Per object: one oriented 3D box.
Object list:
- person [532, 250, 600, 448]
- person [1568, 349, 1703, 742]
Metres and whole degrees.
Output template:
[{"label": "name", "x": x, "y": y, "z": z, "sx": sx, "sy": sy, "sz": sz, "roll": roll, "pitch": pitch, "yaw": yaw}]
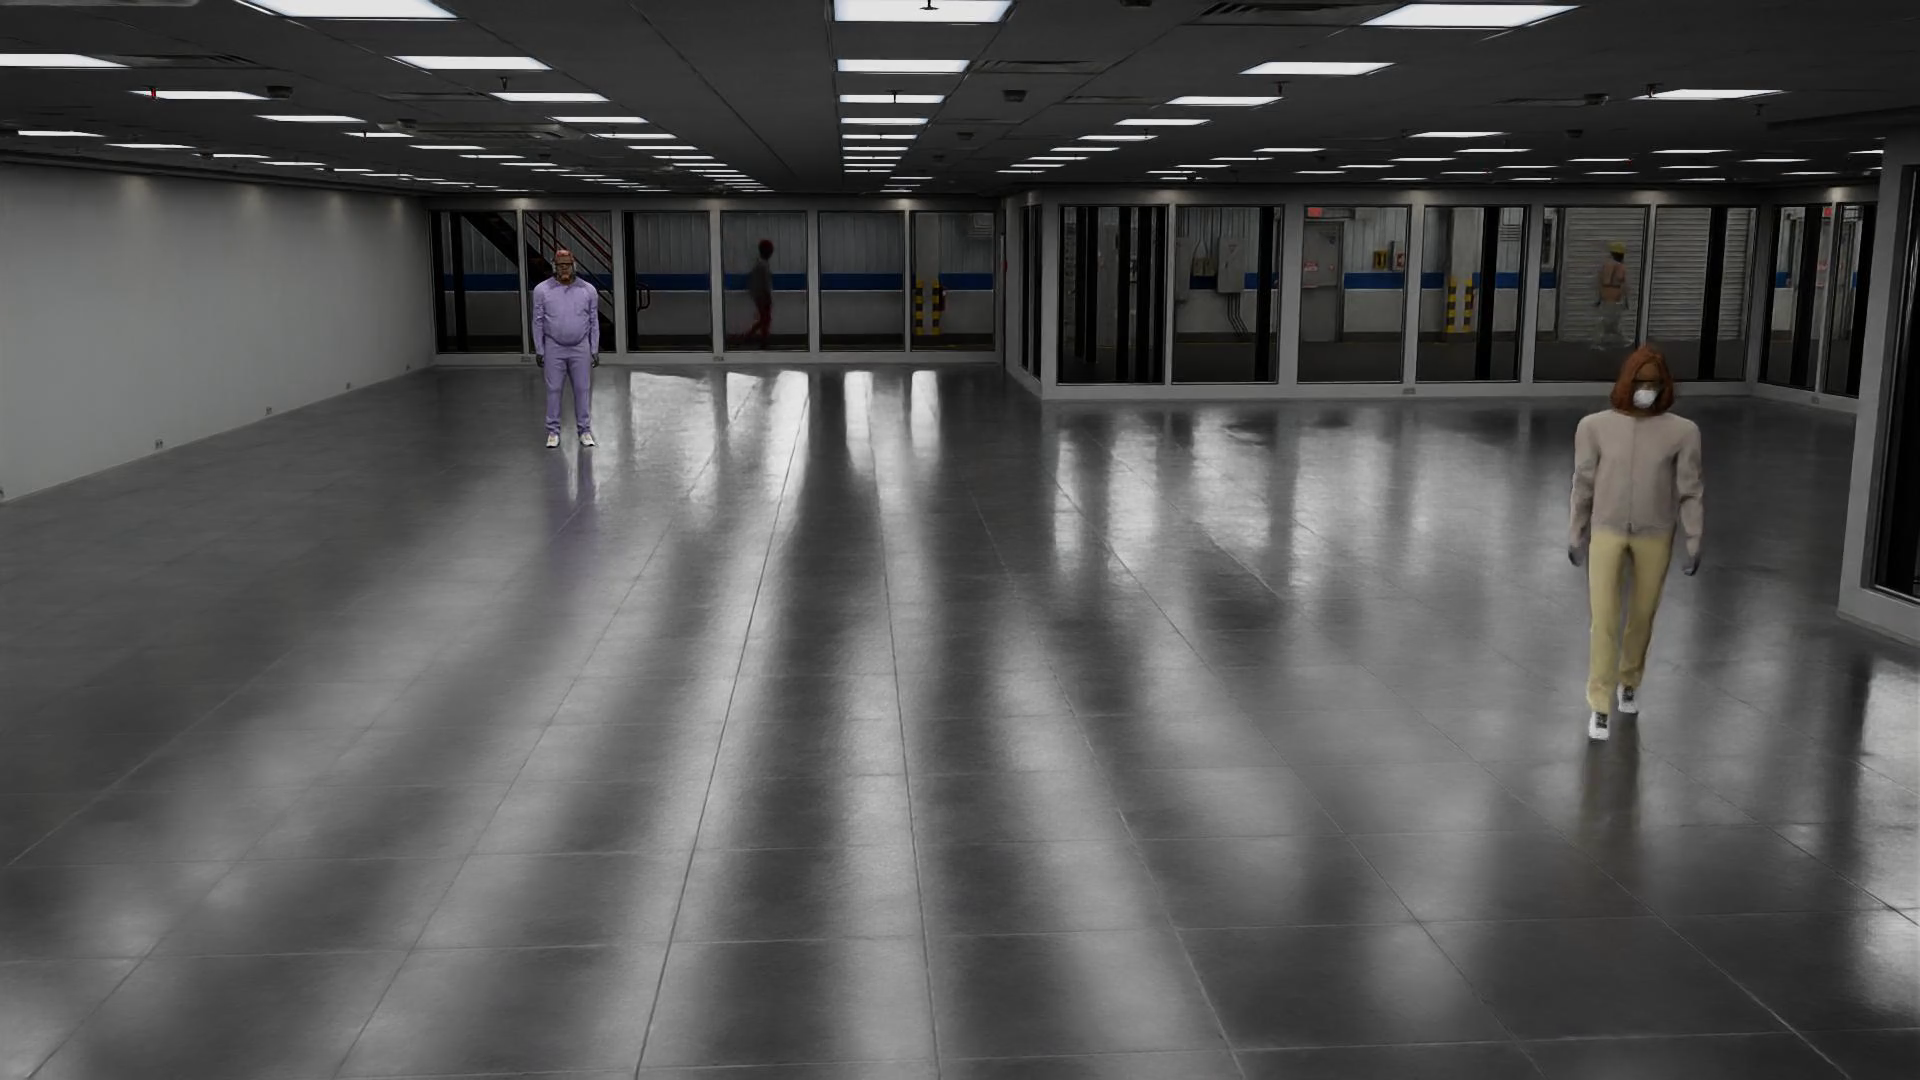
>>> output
[{"label": "person", "x": -3.822, "y": -1.854, "z": 16.187, "sx": 0.642, "sy": 1.909, "sz": 0.409, "roll": -4, "pitch": 11, "yaw": -19}, {"label": "person", "x": 2.842, "y": 0.010, "z": 7.025, "sx": 0.515, "sy": 1.617, "sz": 0.726, "roll": 3, "pitch": 11, "yaw": 18}]
